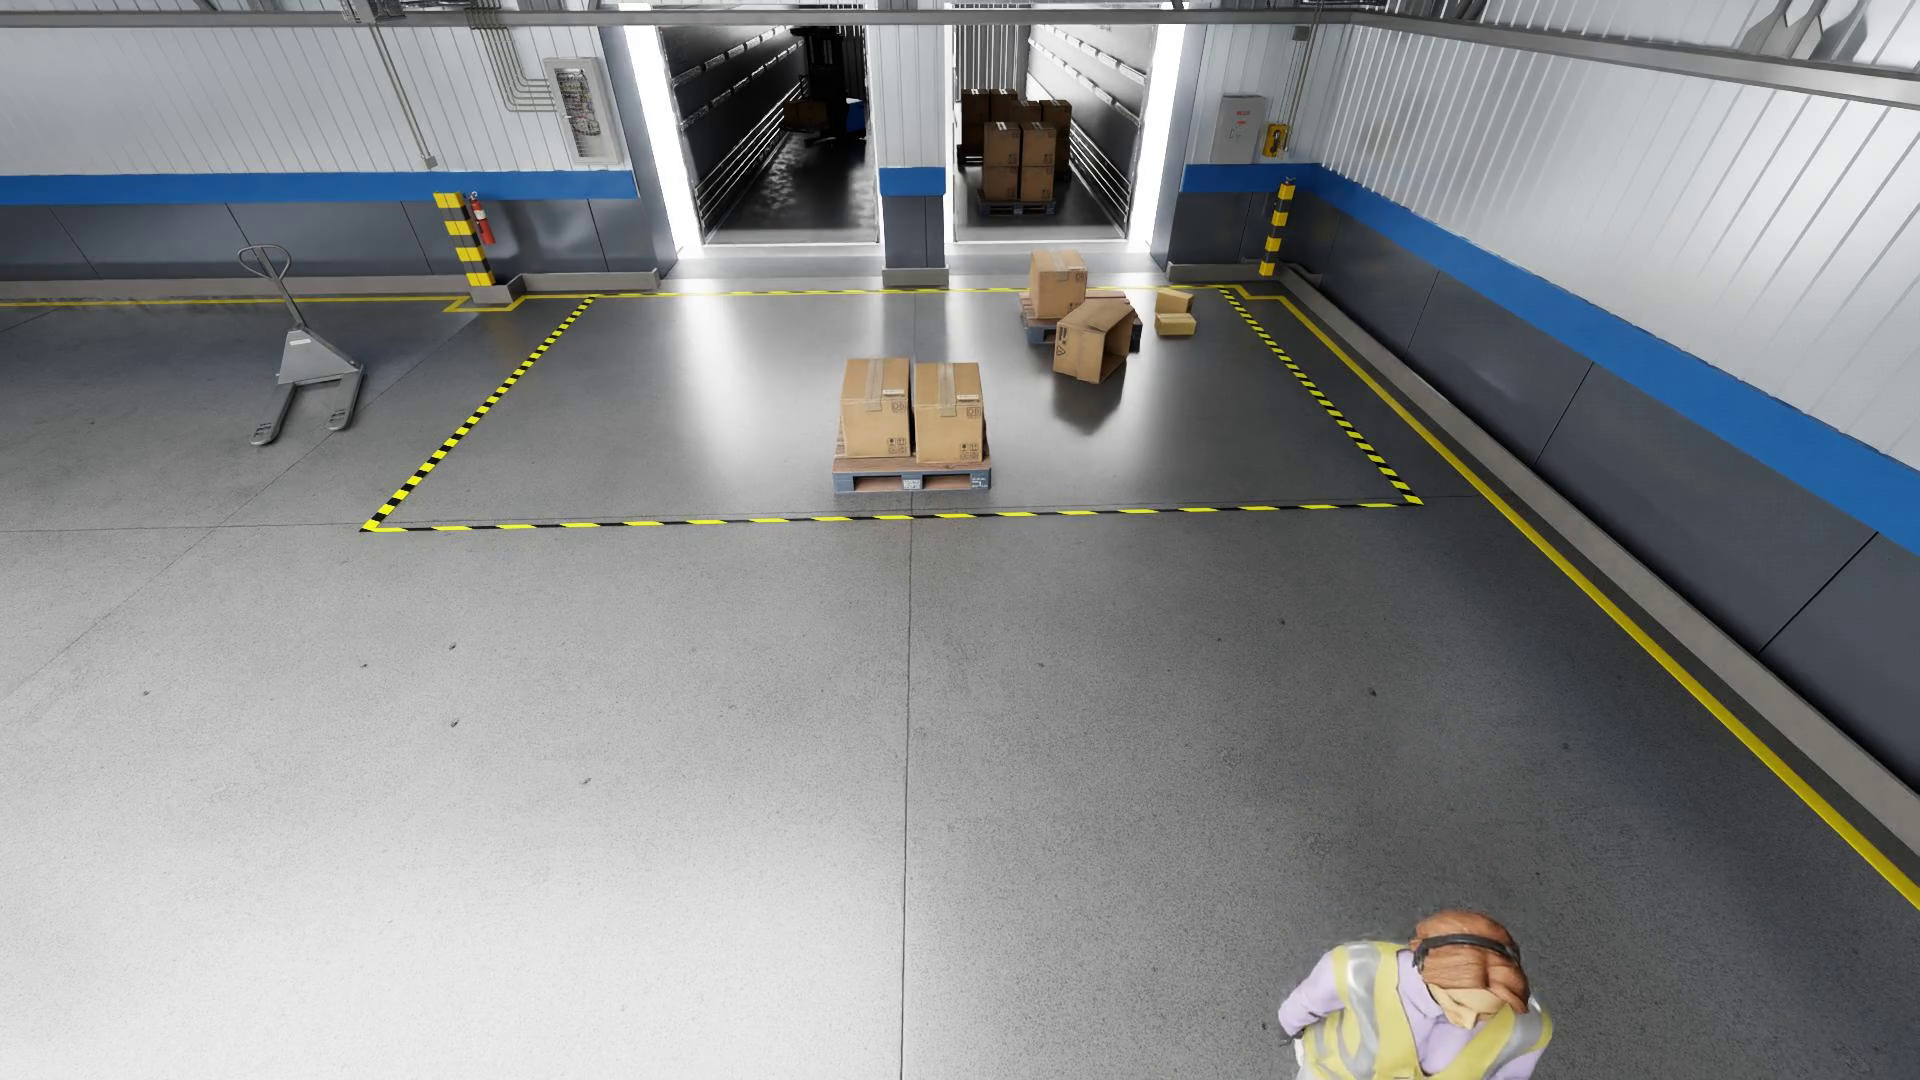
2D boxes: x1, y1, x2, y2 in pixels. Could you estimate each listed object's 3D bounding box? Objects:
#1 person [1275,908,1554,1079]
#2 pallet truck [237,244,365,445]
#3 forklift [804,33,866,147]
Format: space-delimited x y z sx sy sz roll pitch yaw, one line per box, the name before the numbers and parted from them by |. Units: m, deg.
person | 1.154 1.455 2.057 0.514 1.594 0.866 7 39 9
pallet truck | -5.915 -1.733 6.366 0.680 1.201 1.601 -18 42 -21
forklift | -2.628 -9.748 15.821 0.716 2.013 0.776 19 42 23
